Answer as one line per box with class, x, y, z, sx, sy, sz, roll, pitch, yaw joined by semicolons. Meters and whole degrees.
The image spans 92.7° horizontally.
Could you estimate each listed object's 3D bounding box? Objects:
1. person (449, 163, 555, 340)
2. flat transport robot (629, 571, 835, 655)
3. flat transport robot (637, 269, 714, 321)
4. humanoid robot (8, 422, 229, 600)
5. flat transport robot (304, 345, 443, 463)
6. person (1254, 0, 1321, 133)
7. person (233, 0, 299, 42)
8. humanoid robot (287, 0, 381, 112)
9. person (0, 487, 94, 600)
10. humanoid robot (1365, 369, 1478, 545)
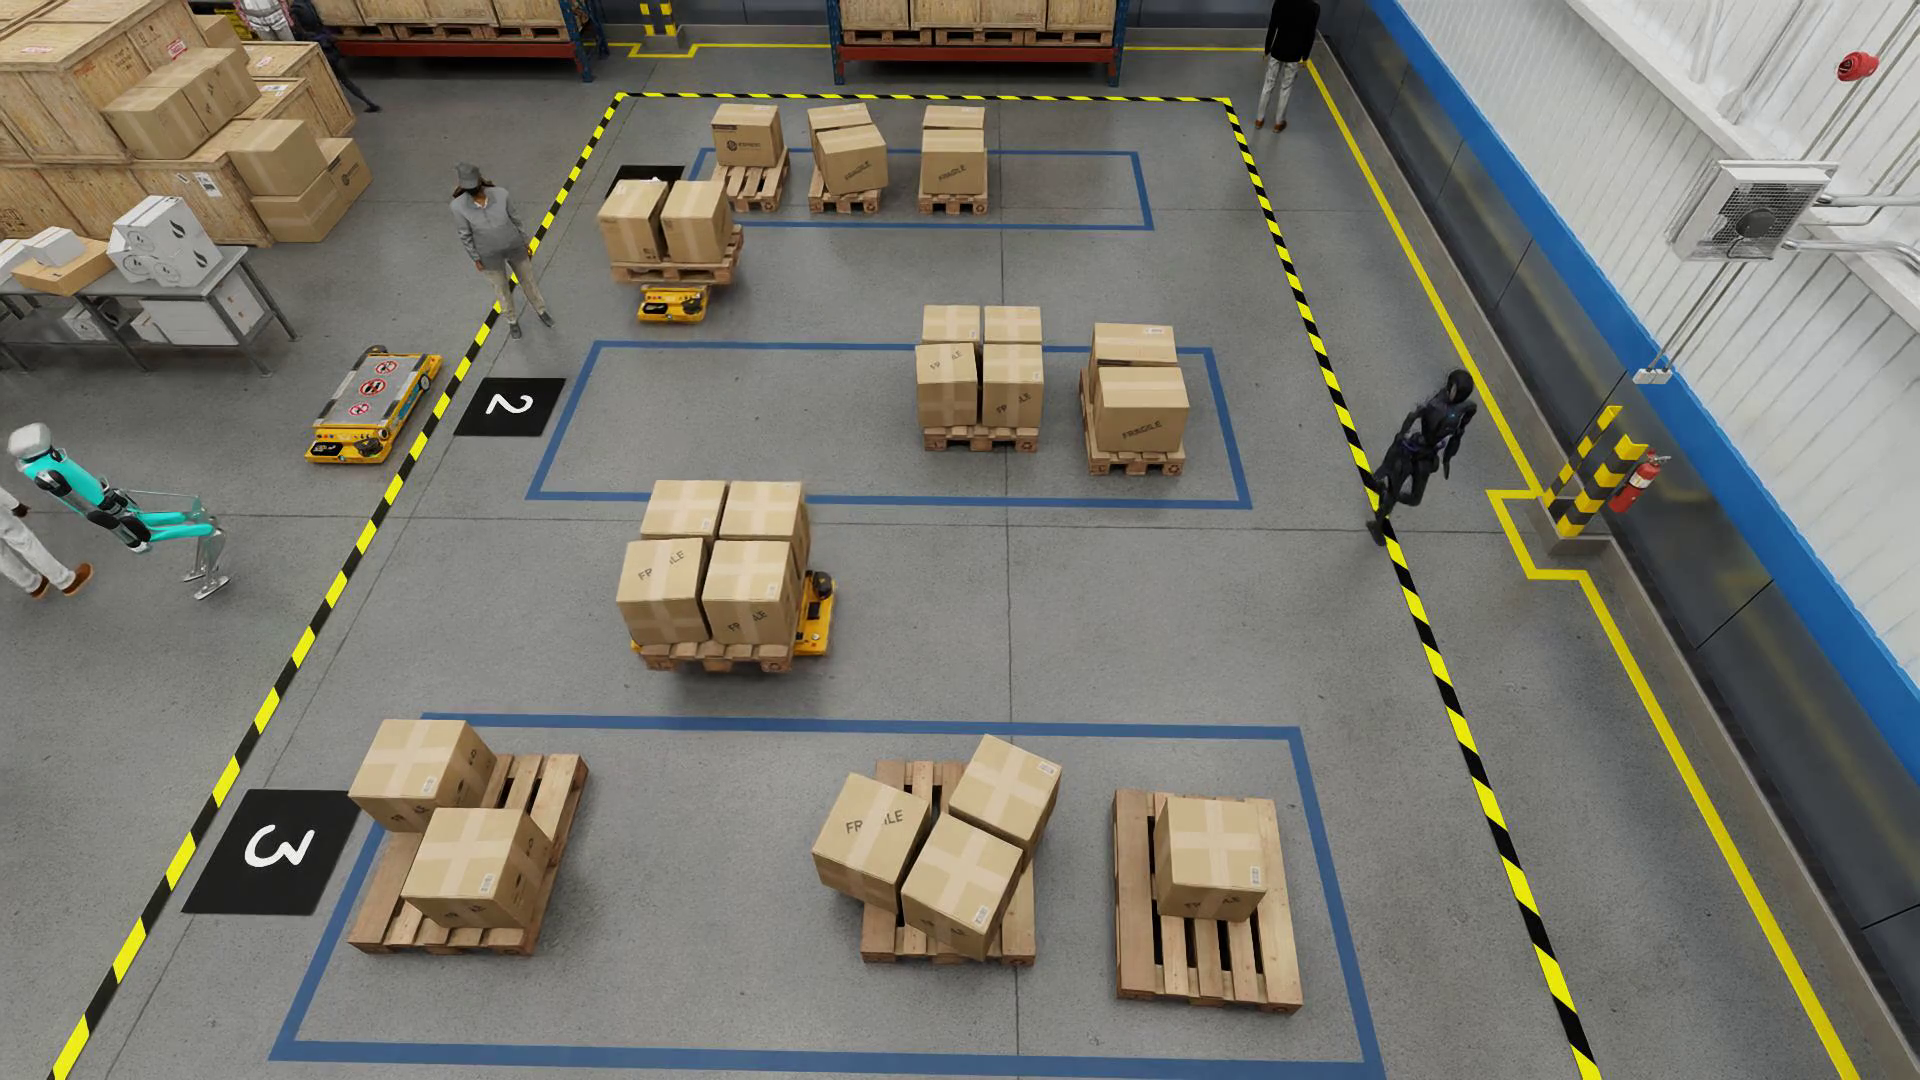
person;-4.363;-2.750;8.711;0.572;1.765;0.399;-29;56;-22
flat transport robot;-1.698;0.533;6.898;1.431;0.197;0.652;1;50;1
flat transport robot;-2.945;-2.842;9.754;0.652;0.197;1.431;1;50;1
humanoid robot;-5.779;-0.243;6.526;0.735;1.673;0.533;-35;58;-26
flat transport robot;-5.383;-1.269;8.441;0.659;0.231;1.431;1;50;1
person;4.081;-6.082;11.460;0.585;1.878;0.381;22;53;18
person;-9.134;-6.835;12.132;0.588;1.823;0.403;-20;53;-16
humanoid robot;-8.242;-6.367;11.871;0.793;1.618;0.612;-2;50;-2
person;-7.048;-0.244;6.522;0.580;1.879;0.364;-8;50;-7
humanoid robot;3.460;-0.676;7.019;0.609;1.636;0.493;-7;50;-6
